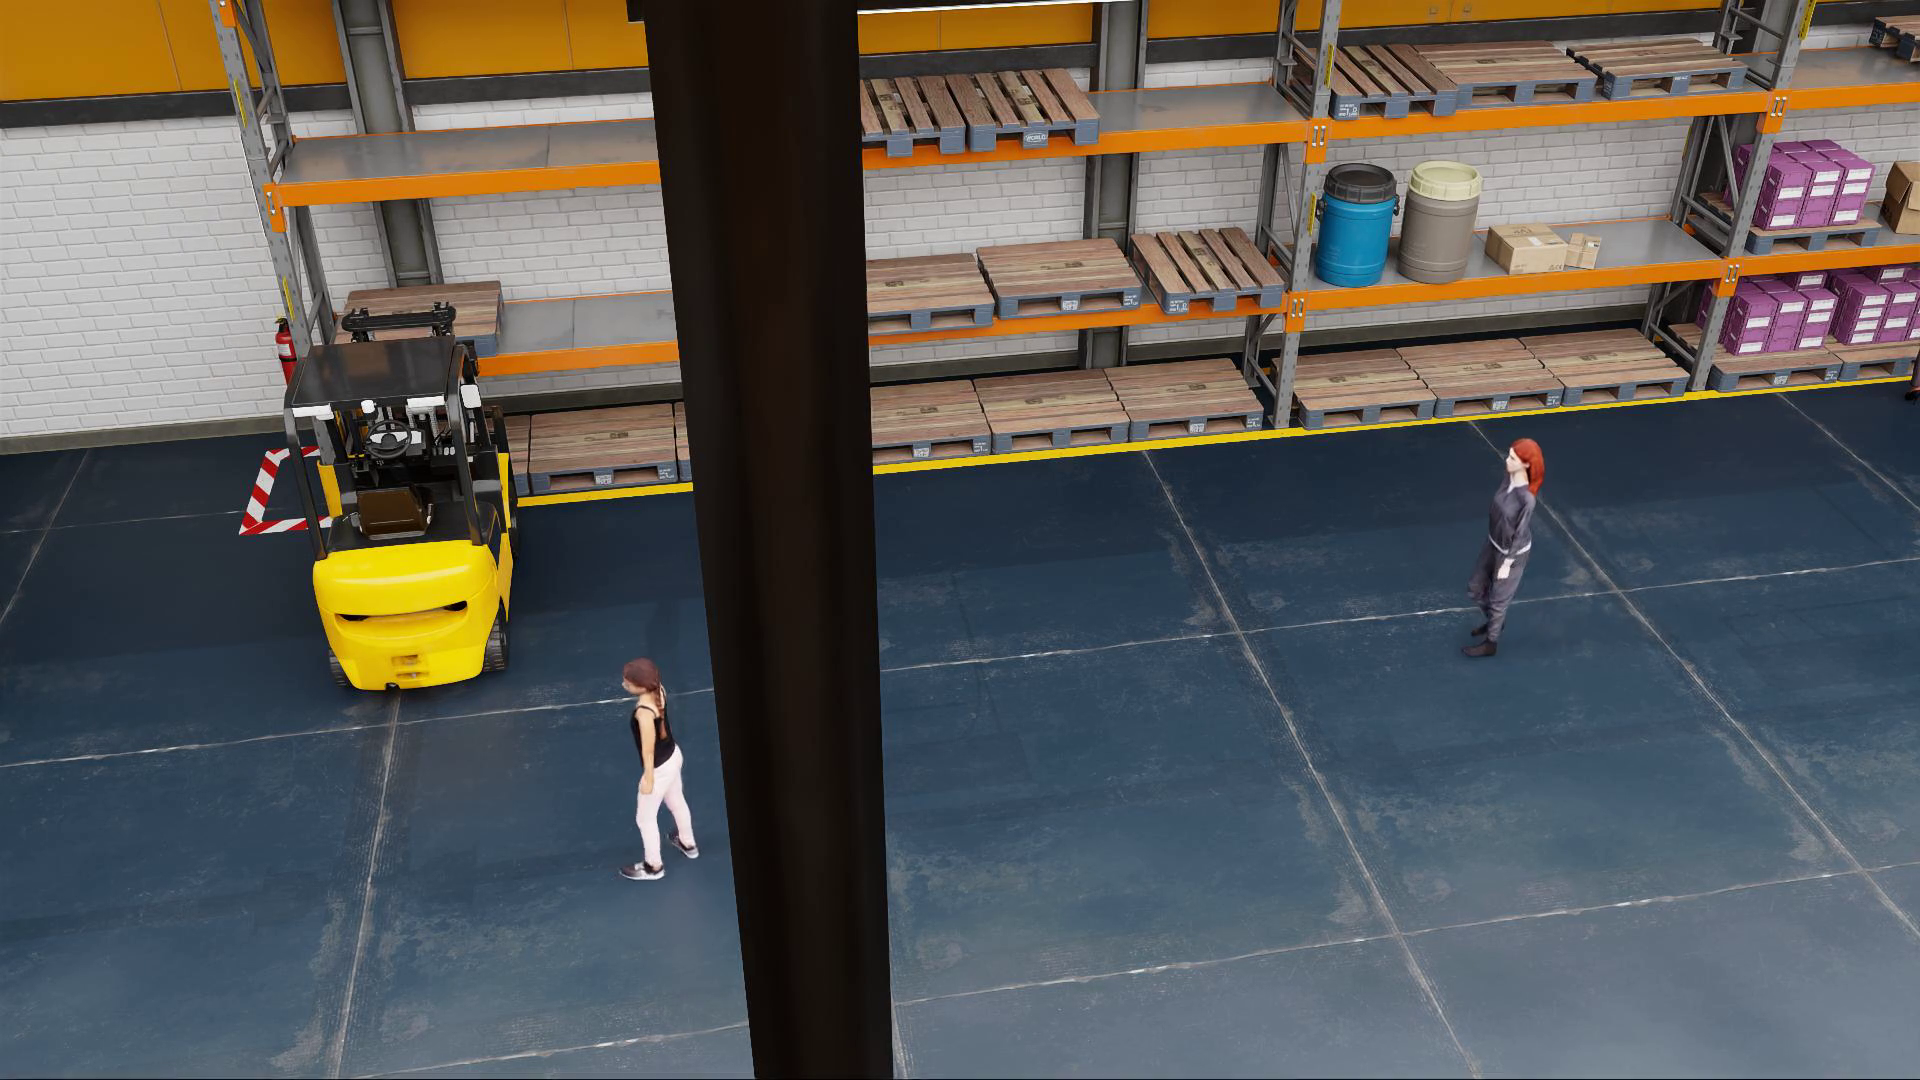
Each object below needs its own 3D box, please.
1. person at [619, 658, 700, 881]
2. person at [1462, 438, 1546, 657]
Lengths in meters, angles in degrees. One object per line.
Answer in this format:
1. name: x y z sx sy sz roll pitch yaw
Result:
1. person: -1.753 1.327 9.818 0.742 1.555 0.711 10 35 14
2. person: 3.853 0.077 11.503 0.538 1.771 0.568 -5 34 -8
